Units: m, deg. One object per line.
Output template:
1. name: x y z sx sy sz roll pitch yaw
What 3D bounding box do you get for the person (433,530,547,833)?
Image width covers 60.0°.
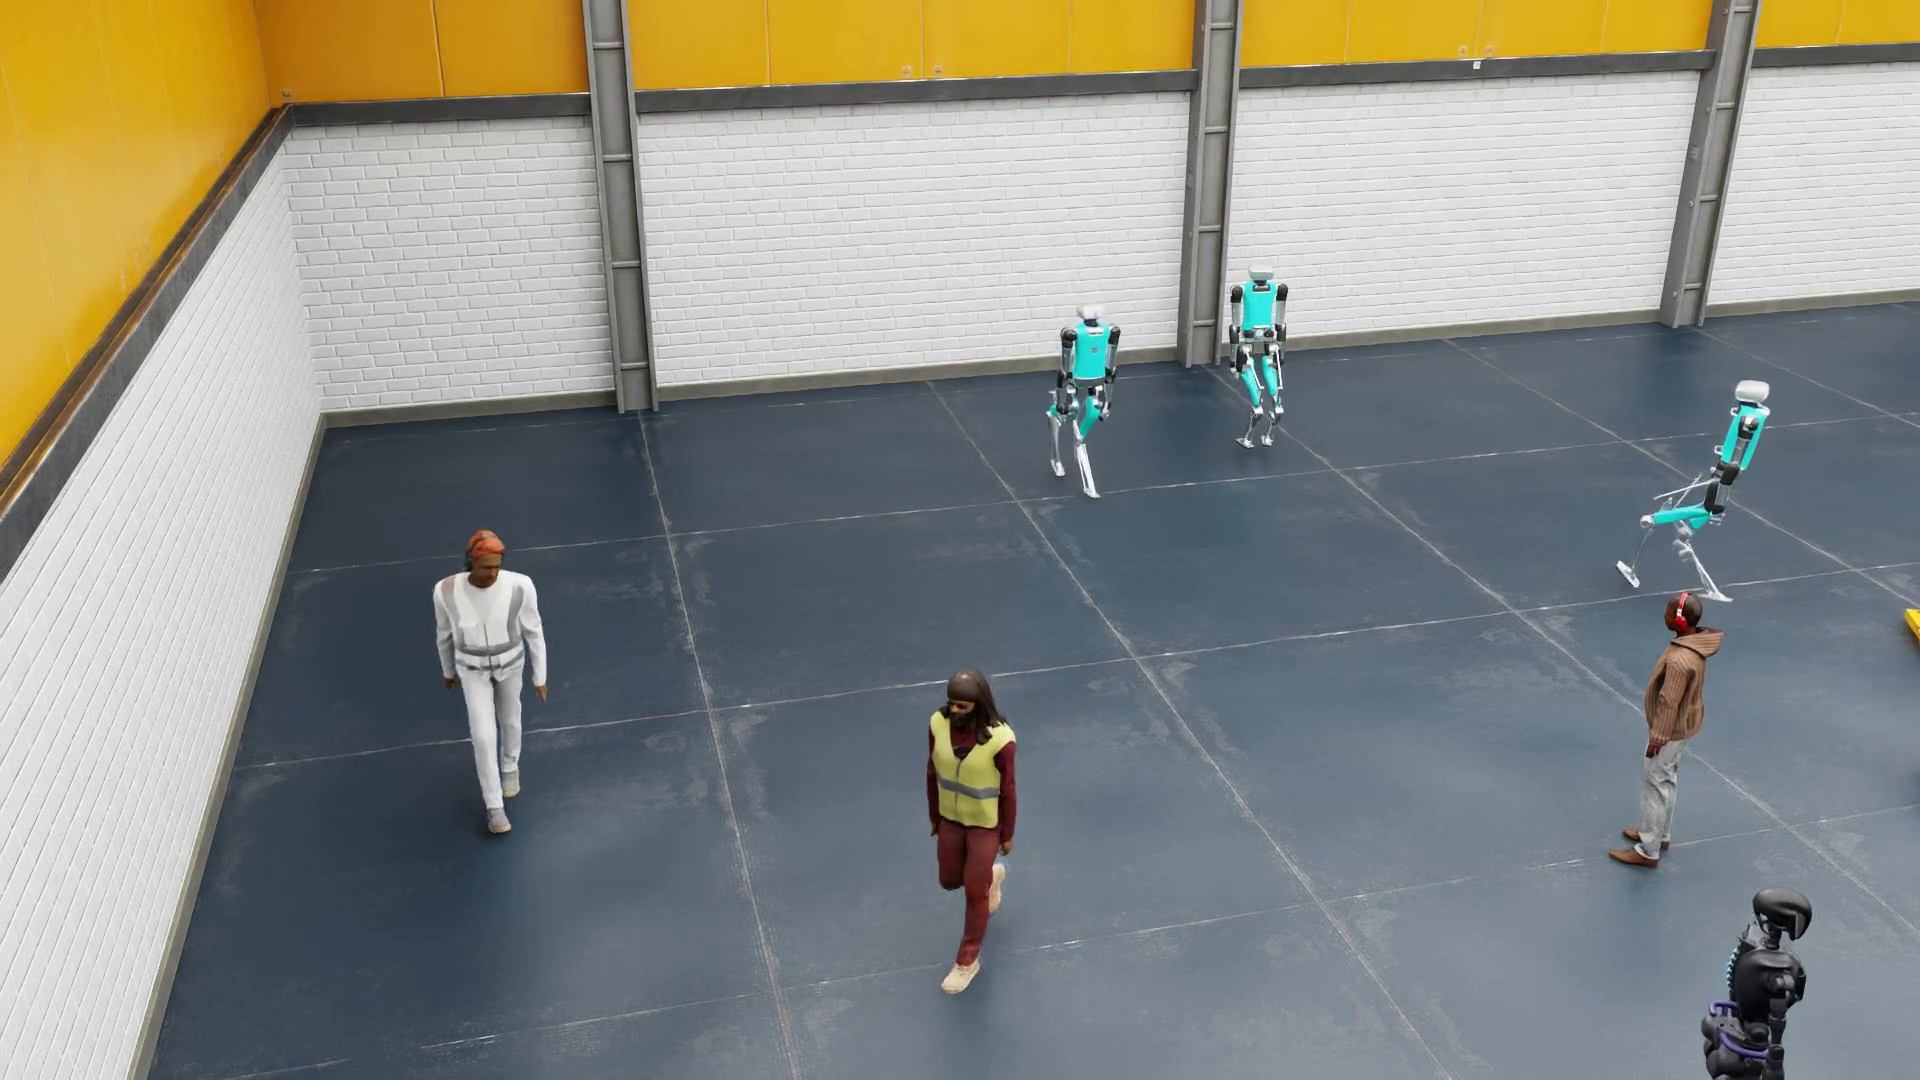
1. person: -2.699 0.780 9.634 0.596 1.839 0.879 -7 25 -16

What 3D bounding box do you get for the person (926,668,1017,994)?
1. person: 0.078 1.383 8.388 0.483 1.748 0.666 12 27 26

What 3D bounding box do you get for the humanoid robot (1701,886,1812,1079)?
1. humanoid robot: 3.260 2.131 6.813 0.759 1.625 0.599 4 24 8

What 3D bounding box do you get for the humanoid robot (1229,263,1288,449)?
1. humanoid robot: 2.736 -1.615 15.040 0.533 1.677 0.735 -3 24 -6

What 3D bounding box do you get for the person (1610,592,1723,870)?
1. person: 3.952 1.055 9.255 0.325 1.642 0.478 15 28 30

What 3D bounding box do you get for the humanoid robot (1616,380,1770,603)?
1. humanoid robot: 5.399 -0.386 12.463 0.988 1.768 0.532 12 26 24

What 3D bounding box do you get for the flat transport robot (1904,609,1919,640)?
1. flat transport robot: 7.585 0.689 11.794 1.431 0.231 0.659 5 24 10

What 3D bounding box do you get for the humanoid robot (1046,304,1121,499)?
1. humanoid robot: 1.002 -1.255 14.433 0.544 1.752 1.043 -8 25 -18
